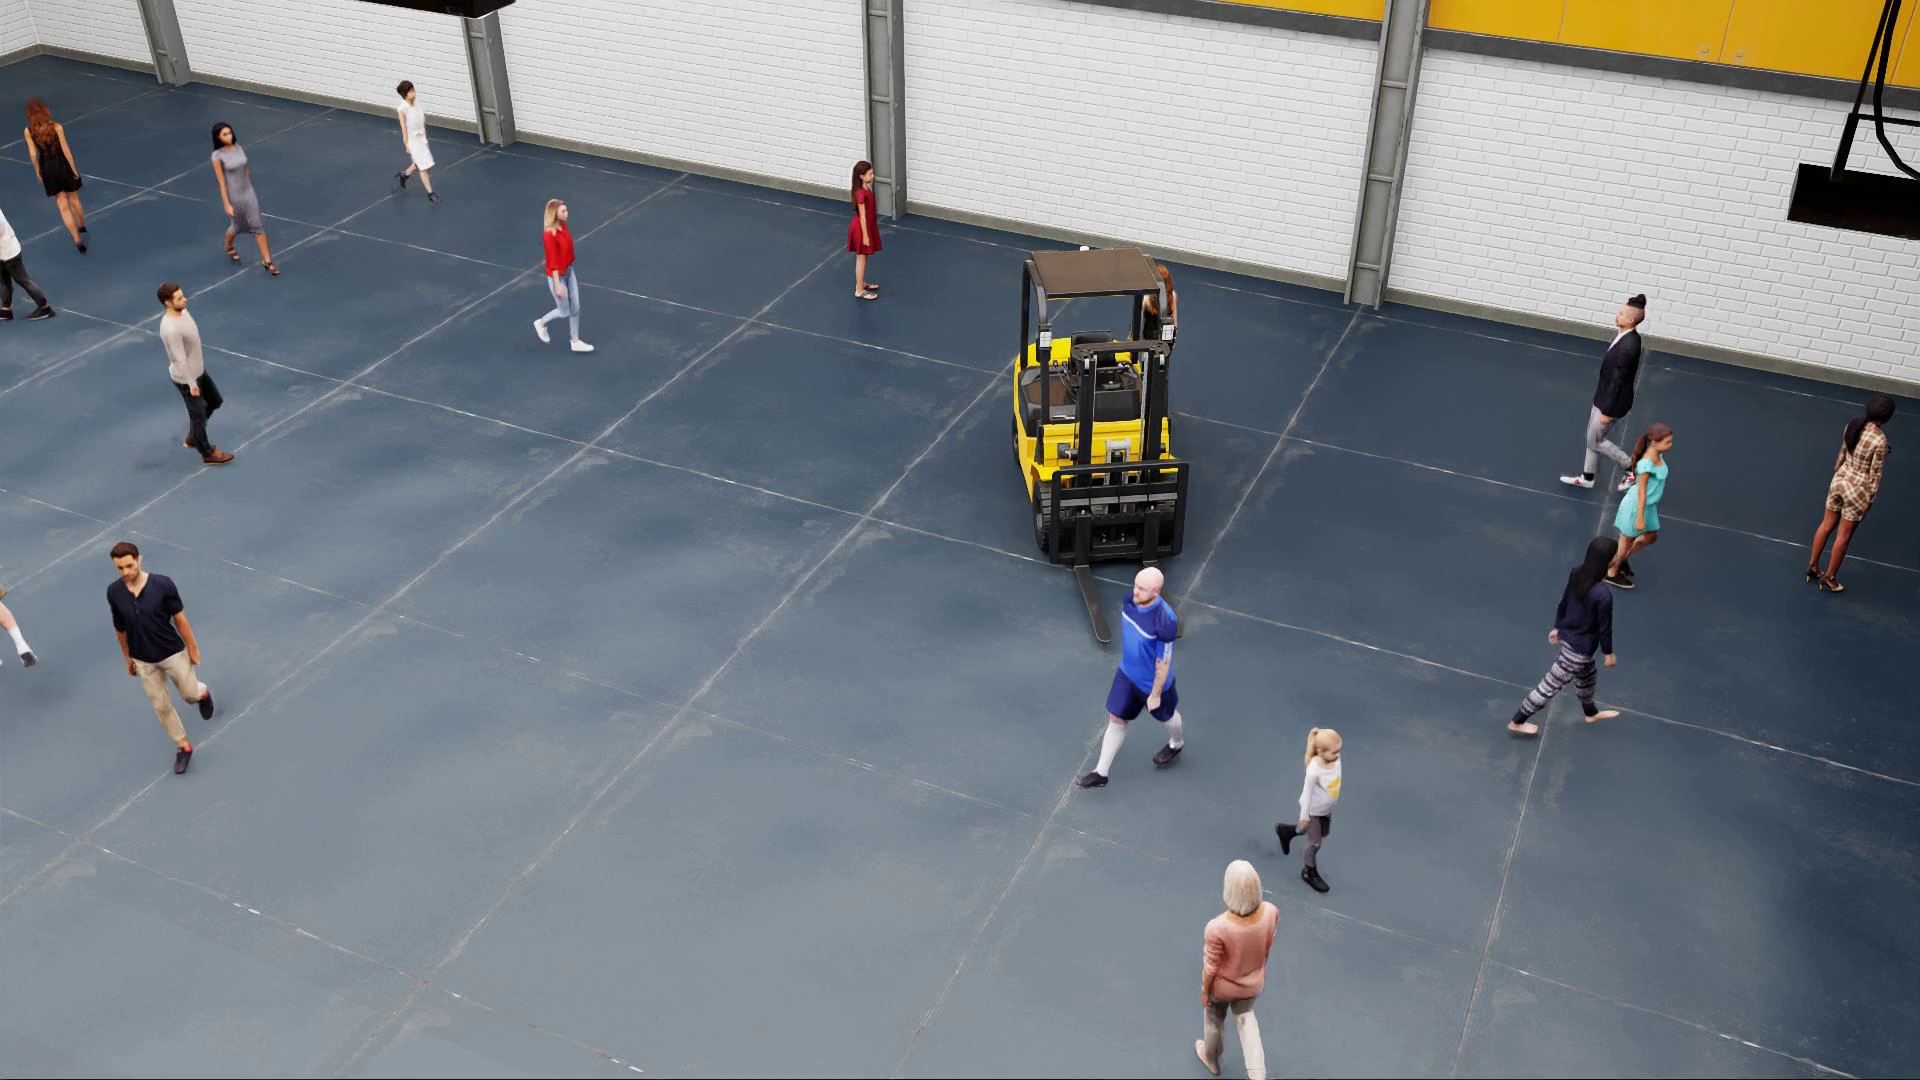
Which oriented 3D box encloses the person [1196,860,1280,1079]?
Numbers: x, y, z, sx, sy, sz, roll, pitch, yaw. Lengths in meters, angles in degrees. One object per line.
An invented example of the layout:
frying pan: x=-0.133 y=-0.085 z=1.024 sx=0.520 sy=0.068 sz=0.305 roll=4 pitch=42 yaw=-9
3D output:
person: x=1.578 y=2.503 z=9.305 sx=0.906 sy=1.713 sz=0.970 roll=-12 pitch=35 yaw=-17

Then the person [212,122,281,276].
person: x=-8.235 y=-3.864 z=18.855 sx=1.113 sy=1.746 sz=0.706 roll=21 pitch=39 yaw=28

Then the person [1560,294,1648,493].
person: x=5.887 y=-1.251 z=14.752 sx=0.958 sy=1.936 sz=0.793 roll=9 pitch=35 yaw=13

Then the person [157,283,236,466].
person: x=-7.126 y=-1.498 z=15.198 sx=0.870 sy=1.854 sz=0.829 roll=-7 pitch=34 yaw=-10

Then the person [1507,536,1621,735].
person: x=4.364 y=0.750 z=11.969 sx=1.176 sy=1.684 sz=0.978 roll=-3 pitch=34 yaw=-5

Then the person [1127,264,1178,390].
person: x=1.930 y=-1.848 z=15.957 sx=0.877 sy=1.596 sz=1.007 roll=-17 pitch=37 yaw=-23

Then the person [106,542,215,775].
person: x=-5.667 y=0.759 z=11.816 sx=0.998 sy=1.839 sz=1.015 roll=-7 pitch=34 yaw=-10

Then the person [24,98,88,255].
person: x=-10.438 y=-4.169 z=19.253 sx=0.939 sy=1.813 sz=1.036 roll=-15 pitch=36 yaw=-21

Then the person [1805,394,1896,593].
person: x=7.264 y=-0.379 z=13.570 sx=0.729 sy=1.792 sz=0.680 roll=-9 pitch=35 yaw=-13

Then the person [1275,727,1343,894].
person: x=2.285 y=1.717 z=10.893 sx=0.644 sy=1.264 sz=0.809 roll=-27 pitch=42 yaw=-34

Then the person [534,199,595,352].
person: x=-4.179 y=-2.710 z=17.167 sx=0.895 sy=1.692 sz=0.713 roll=8 pitch=34 yaw=12

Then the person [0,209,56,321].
person: x=-10.118 y=-3.112 z=17.780 sx=1.027 sy=1.684 sz=0.995 roll=-13 pitch=36 yaw=-19

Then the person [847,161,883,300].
person: x=-1.071 y=-3.453 z=18.410 sx=0.711 sy=1.552 sz=0.653 roll=0 pitch=34 yaw=0

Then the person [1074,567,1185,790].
person: x=1.366 y=0.933 z=11.601 sx=1.125 sy=1.787 sz=1.231 roll=-22 pitch=39 yaw=-29

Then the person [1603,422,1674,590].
person: x=5.510 y=-0.300 z=13.670 sx=0.625 sy=1.550 sz=0.597 roll=24 pitch=40 yaw=31

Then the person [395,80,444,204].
person: x=-6.820 y=-4.952 z=20.680 sx=0.908 sy=1.537 sz=0.619 roll=11 pitch=35 yaw=16
